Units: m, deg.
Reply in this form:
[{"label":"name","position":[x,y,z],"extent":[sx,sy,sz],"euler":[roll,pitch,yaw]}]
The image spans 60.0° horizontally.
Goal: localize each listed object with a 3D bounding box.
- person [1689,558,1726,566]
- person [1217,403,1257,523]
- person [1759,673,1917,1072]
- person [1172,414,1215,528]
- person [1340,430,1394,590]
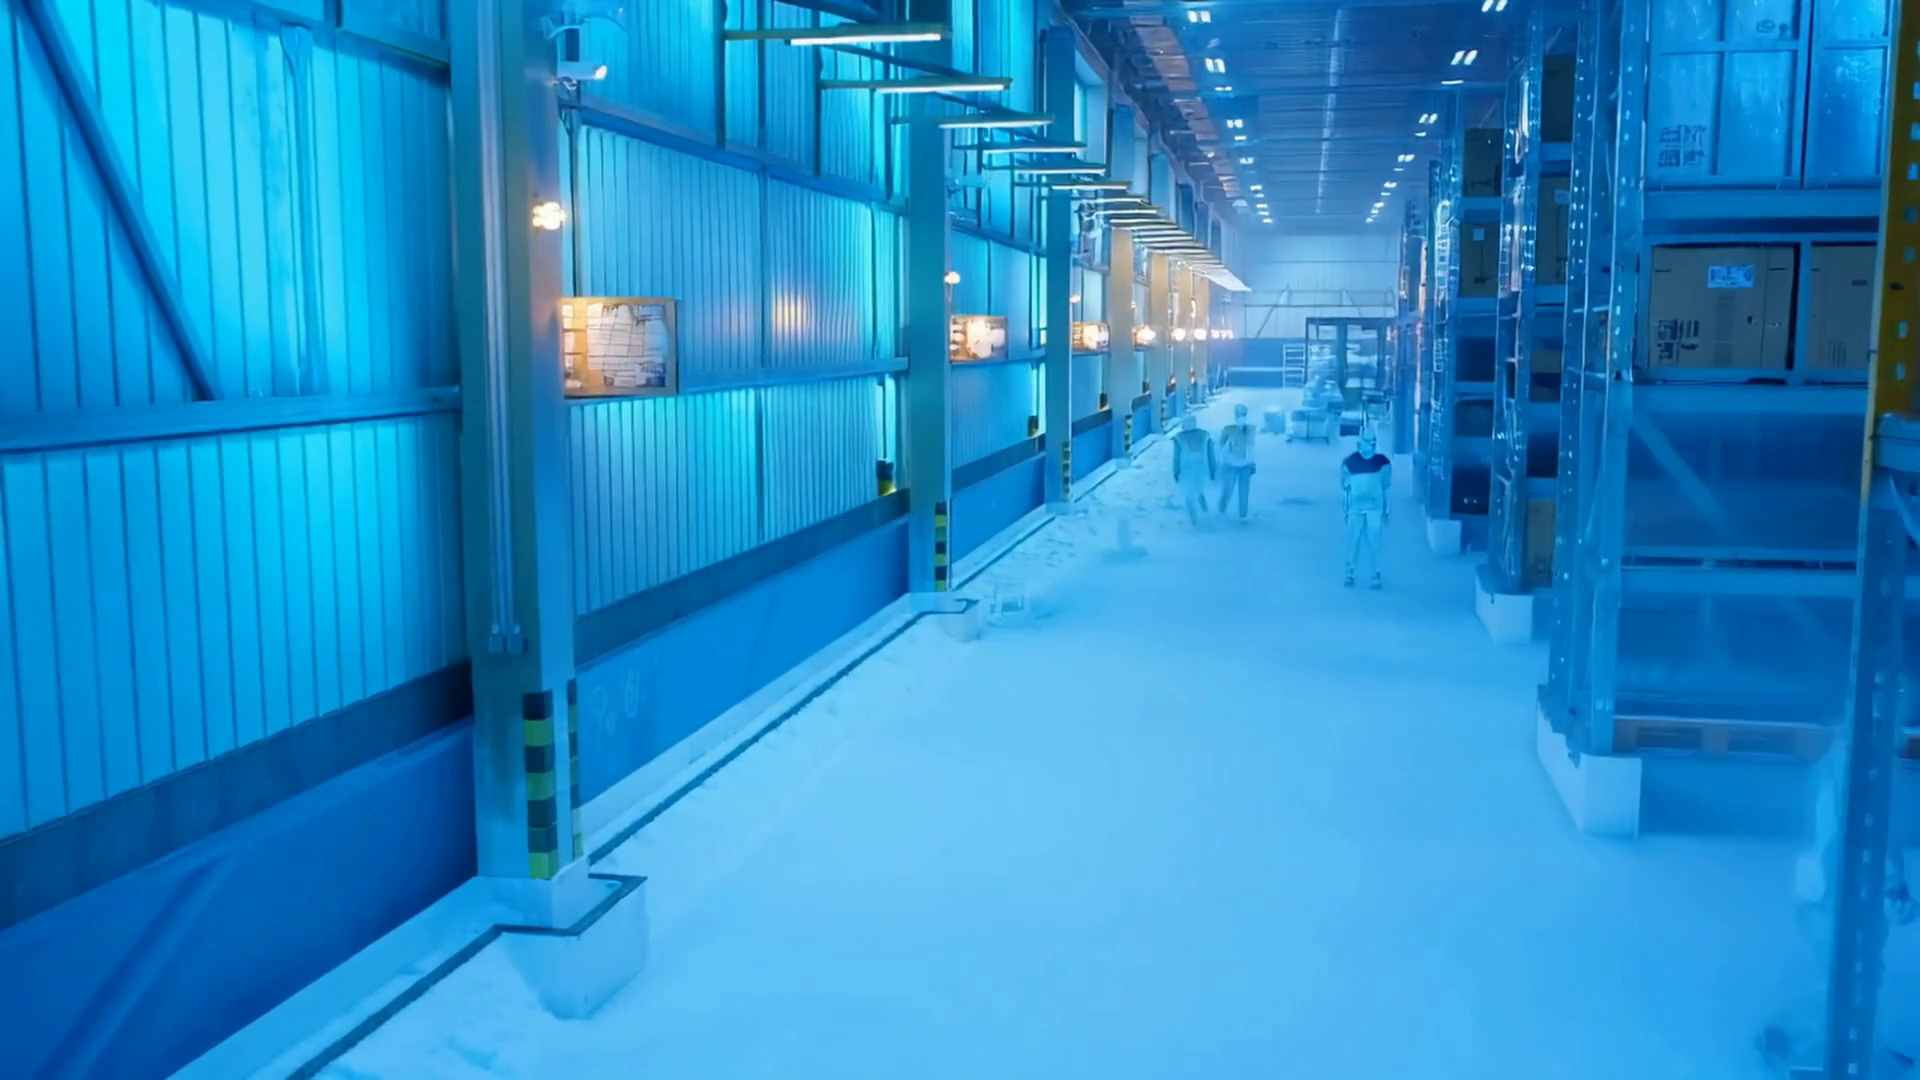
[{"label":"person","position":[5.767,0.624,12.953],"extent":[0.675,1.730,0.569],"euler":[1,7,8]},{"label":"person","position":[4.515,-1.271,27.204],"extent":[0.665,1.968,0.669],"euler":[-1,7,-10]},{"label":"person","position":[3.666,1.396,6.858],"extent":[0.719,1.728,0.498],"euler":[0,7,2]},{"label":"person","position":[3.670,-1.099,26.459],"extent":[0.690,1.805,0.618],"euler":[-2,7,-15]},{"label":"person","position":[4.897,-0.357,20.048],"extent":[0.627,1.932,0.367],"euler":[4,8,26]}]
